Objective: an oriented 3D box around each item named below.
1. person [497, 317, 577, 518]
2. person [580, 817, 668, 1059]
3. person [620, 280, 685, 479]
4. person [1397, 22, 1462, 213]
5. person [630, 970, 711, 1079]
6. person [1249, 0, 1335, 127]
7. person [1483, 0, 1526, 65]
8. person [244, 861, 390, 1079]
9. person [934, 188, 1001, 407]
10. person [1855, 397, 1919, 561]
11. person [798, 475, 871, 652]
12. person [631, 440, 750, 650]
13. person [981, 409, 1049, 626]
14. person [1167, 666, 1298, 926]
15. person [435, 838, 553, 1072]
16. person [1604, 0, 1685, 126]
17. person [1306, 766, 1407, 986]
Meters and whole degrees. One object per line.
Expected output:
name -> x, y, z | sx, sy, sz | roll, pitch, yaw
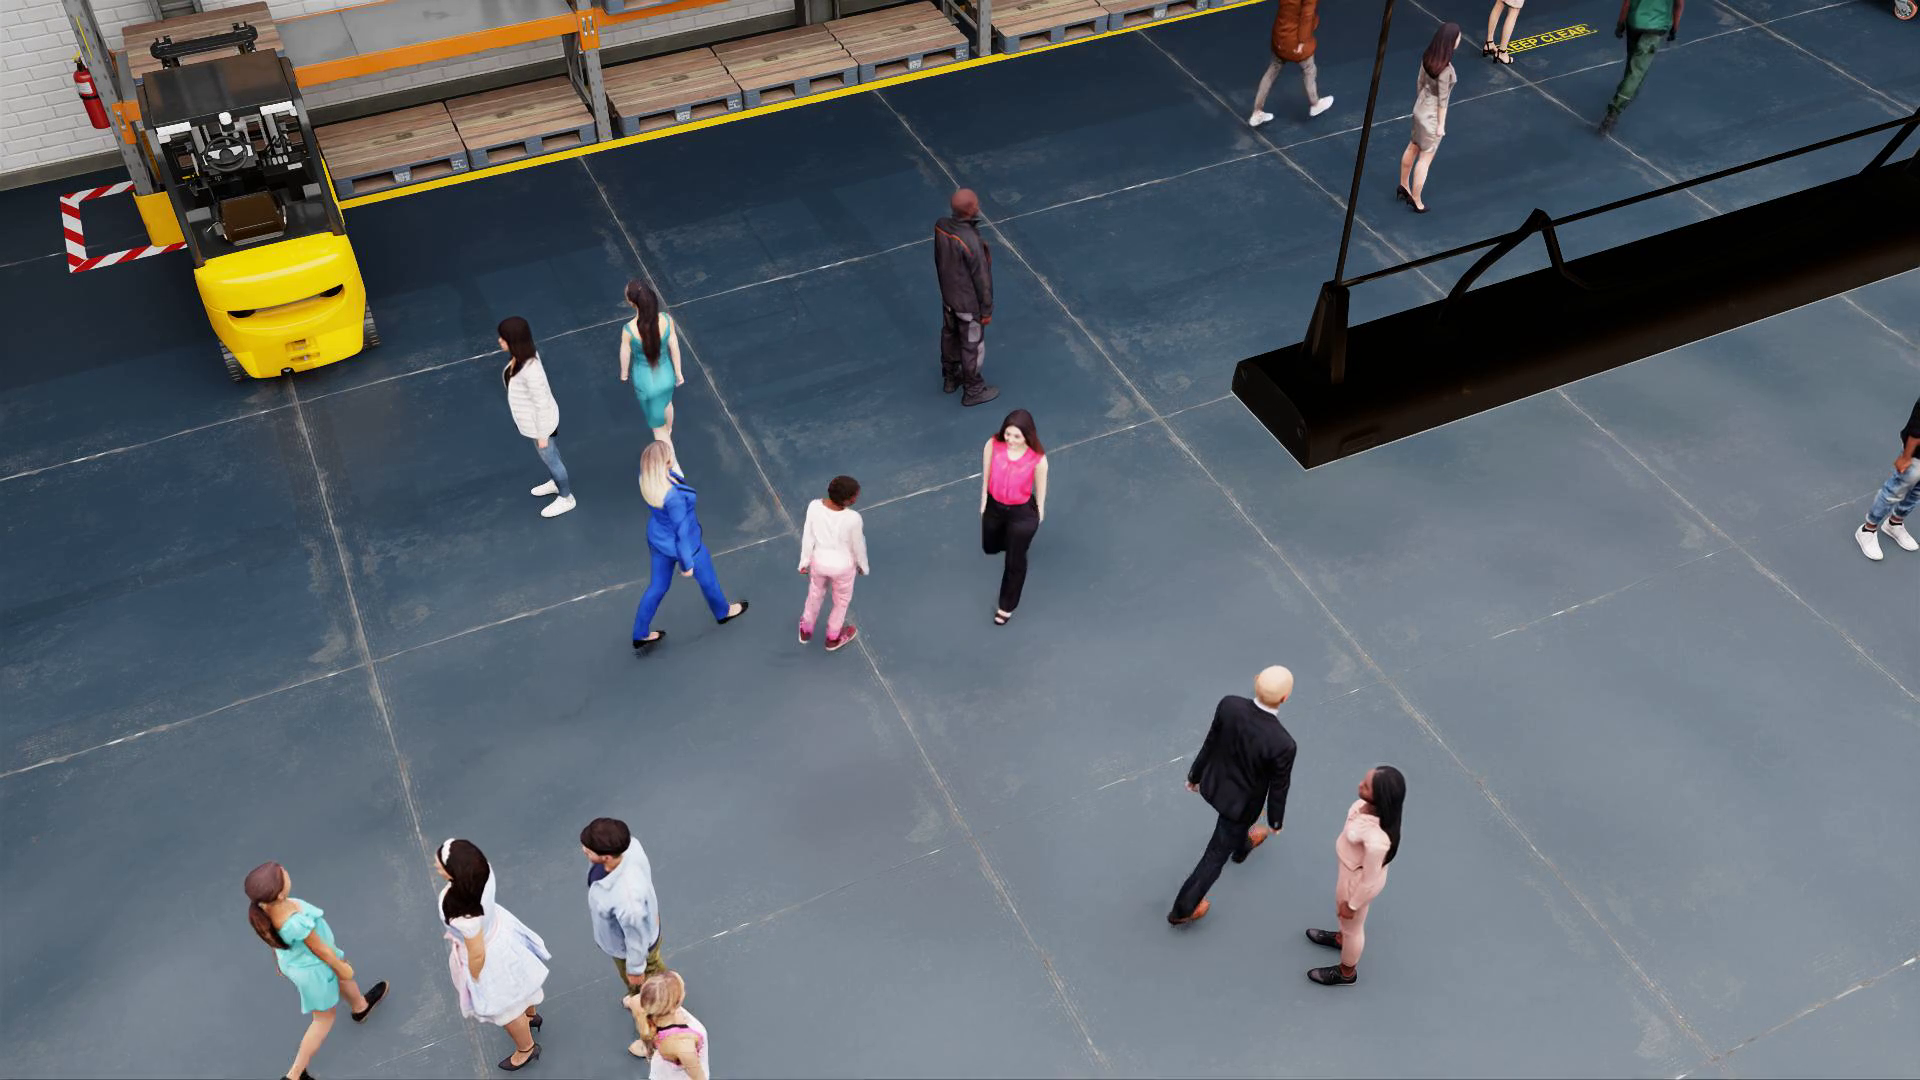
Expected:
person -> -2.937, -0.869, 11.559 | 0.527, 1.636, 0.613 | -18, 47, -18
person -> -1.653, 1.993, 8.429 | 0.629, 1.809, 0.719 | -10, 44, -10
person -> -2.121, -1.059, 11.737 | 0.819, 1.665, 0.681 | -24, 49, -23
person -> 4.064, -3.664, 14.413 | 0.559, 1.746, 0.633 | -10, 45, -10
person -> -1.381, 2.609, 7.811 | 1.013, 1.770, 0.806 | -34, 53, -31
person -> 3.010, -4.636, 15.401 | 1.109, 1.791, 0.769 | -22, 48, -22
person -> 5.480, -5.597, 16.381 | 0.479, 1.830, 0.571 | -18, 47, -18
person -> -3.334, 2.204, 8.409 | 0.902, 1.532, 1.087 | 24, 49, 23
person -> 0.019, -1.821, 12.424 | 0.716, 1.822, 0.764 | -32, 52, -29
person -> 6.558, -0.658, 11.210 | 0.565, 1.812, 0.780 | -12, 45, -13
person -> -0.845, 0.153, 10.638 | 0.740, 1.426, 0.787 | 7, 44, 7
person -> -1.889, 0.075, 10.549 | 1.129, 1.662, 0.842 | -31, 52, -28
person -> 0.352, -0.222, 10.875 | 0.906, 1.642, 1.000 | 17, 46, 18
person -> 1.443, 1.429, 9.070 | 1.224, 1.742, 0.896 | -29, 51, -27
person -> -2.350, 2.074, 8.337 | 0.848, 1.818, 0.811 | -2, 44, -2
person -> 6.372, -4.721, 15.487 | 1.086, 1.795, 1.331 | 27, 50, 25
person -> 2.105, 1.755, 8.743 | 0.729, 1.720, 0.699 | 9, 44, 9
